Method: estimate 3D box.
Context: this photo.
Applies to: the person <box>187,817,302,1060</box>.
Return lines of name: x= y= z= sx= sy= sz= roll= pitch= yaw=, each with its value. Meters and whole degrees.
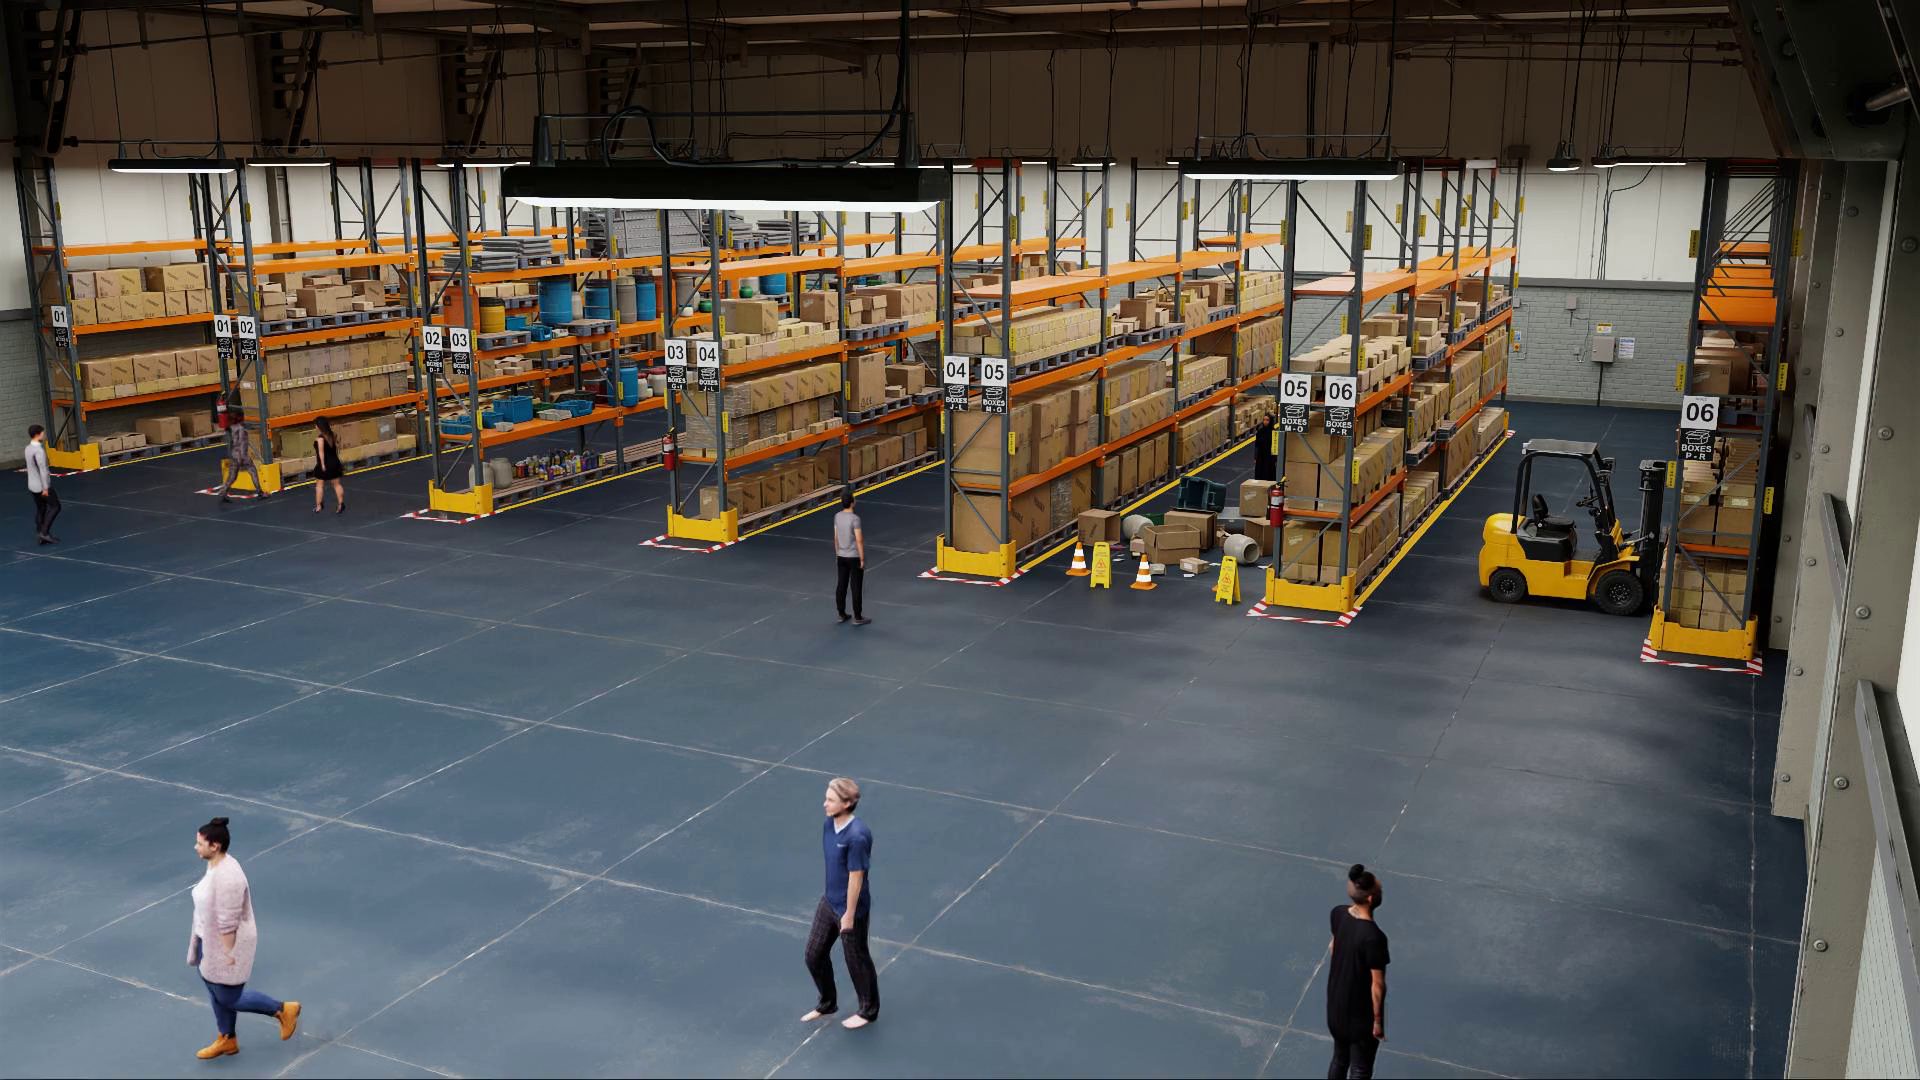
person: x=-4.887 y=2.702 z=11.269 sx=1.044 sy=1.727 sz=0.938 roll=-8 pitch=15 yaw=-31

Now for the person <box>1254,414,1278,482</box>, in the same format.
person: x=5.424 y=-1.436 z=29.389 sx=0.624 sy=1.614 sz=0.611 roll=8 pitch=15 yaw=30

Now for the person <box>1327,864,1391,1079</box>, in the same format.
person: x=2.452 y=2.858 z=10.293 sx=0.805 sy=1.863 sz=0.743 roll=-4 pitch=14 yaw=-19

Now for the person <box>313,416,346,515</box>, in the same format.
person: x=-10.715 y=-1.261 z=28.452 sx=0.741 sy=1.695 sz=0.749 roll=4 pitch=14 yaw=18

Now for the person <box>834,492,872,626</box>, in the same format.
person: x=-1.453 y=0.226 z=21.898 sx=0.660 sy=1.755 sz=0.614 roll=10 pitch=16 yaw=36

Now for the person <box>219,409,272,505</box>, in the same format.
person: x=-12.726 y=-1.419 z=29.193 sx=0.817 sy=1.669 sz=1.213 roll=11 pitch=17 yaw=40

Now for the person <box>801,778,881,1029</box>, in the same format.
person: x=-0.716 y=2.544 z=11.667 sx=0.888 sy=1.855 sz=0.829 roll=-10 pitch=16 yaw=-37

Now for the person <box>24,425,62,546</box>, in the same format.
person: x=-14.585 y=-0.850 z=26.204 sx=0.791 sy=1.908 sz=0.732 roll=10 pitch=17 yaw=38
